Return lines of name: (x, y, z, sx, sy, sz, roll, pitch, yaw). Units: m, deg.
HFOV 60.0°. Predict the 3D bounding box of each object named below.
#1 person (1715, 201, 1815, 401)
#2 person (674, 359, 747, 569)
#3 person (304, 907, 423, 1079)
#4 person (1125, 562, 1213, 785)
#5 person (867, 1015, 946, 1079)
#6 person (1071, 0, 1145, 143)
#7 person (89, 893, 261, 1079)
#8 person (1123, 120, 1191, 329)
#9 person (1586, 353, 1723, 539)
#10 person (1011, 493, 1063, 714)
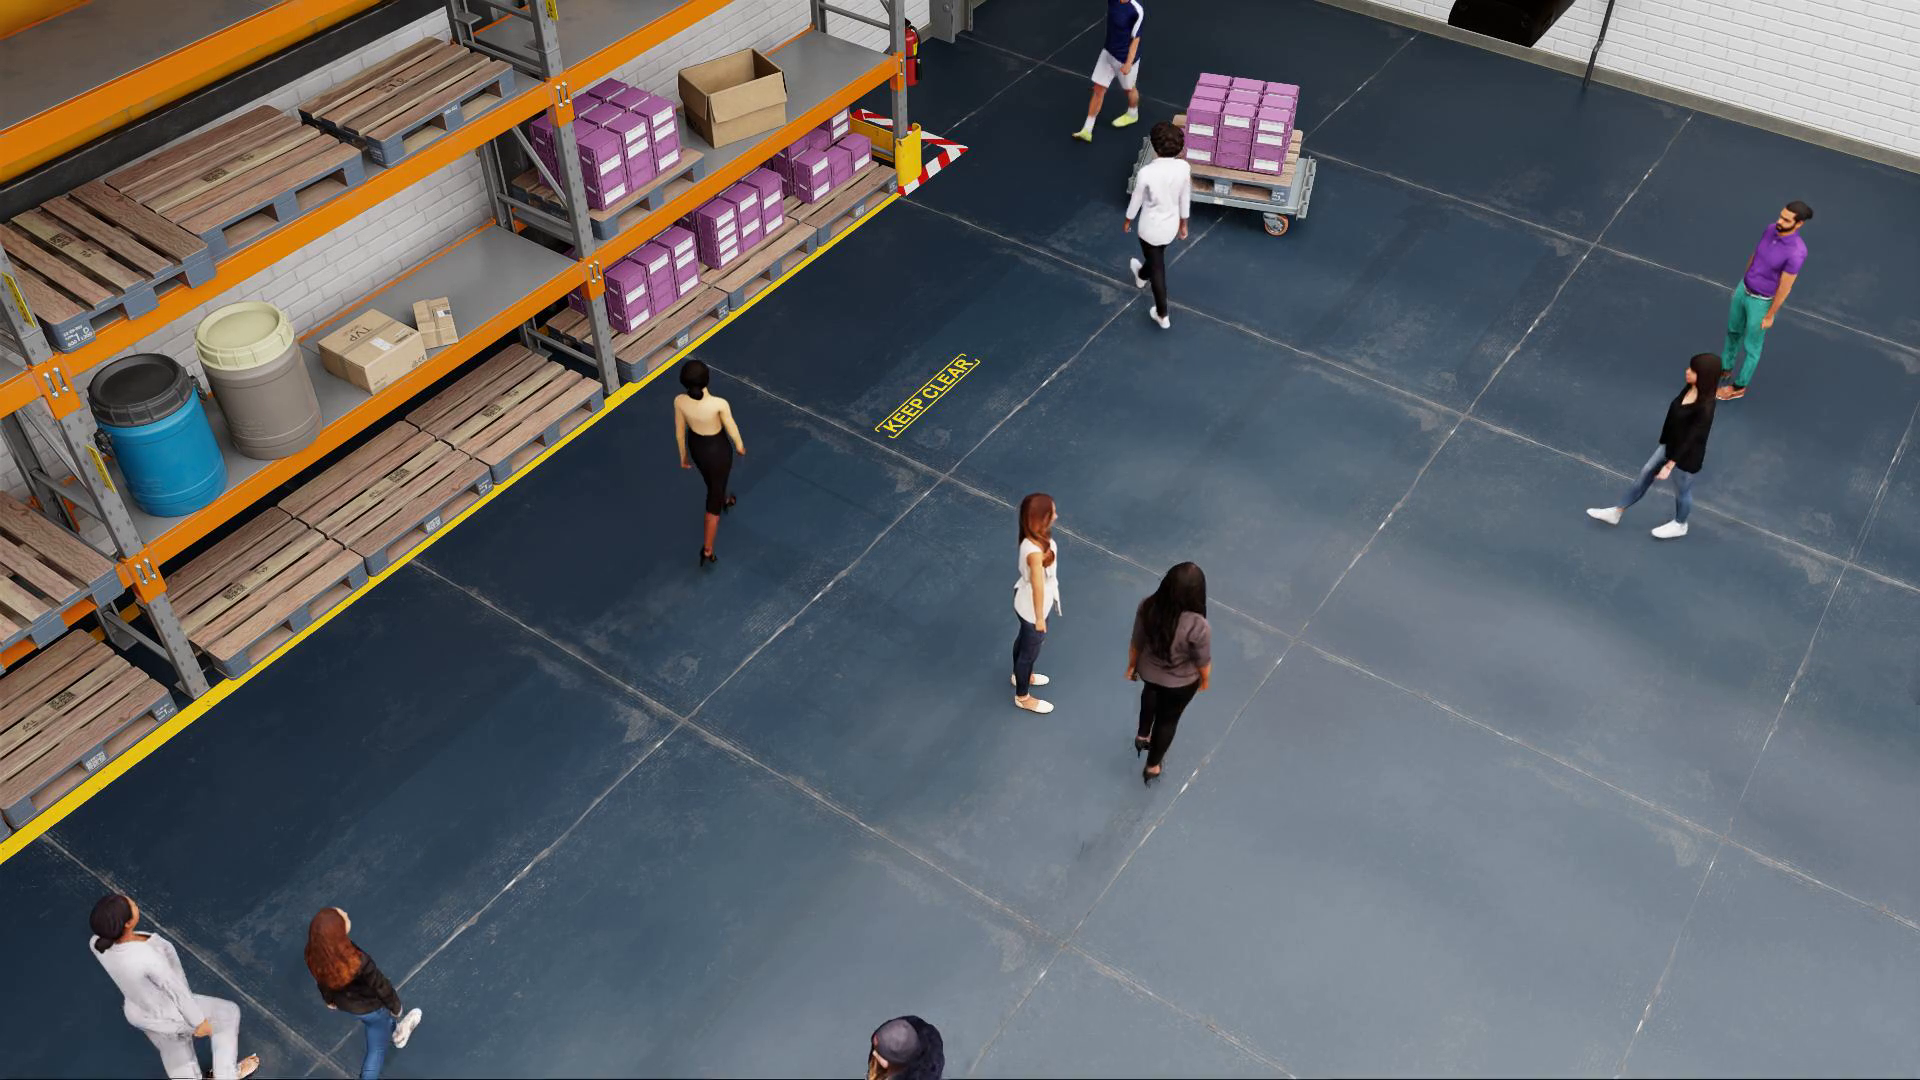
person: (6.290, -1.897, 13.037, 0.776, 1.769, 0.718, -7, 44, -8)
person: (-1.780, -0.521, 11.708, 0.774, 1.611, 1.086, 12, 45, 12)
person: (-3.167, 2.456, 8.693, 0.749, 1.458, 1.023, 14, 45, 14)
person: (1.214, 0.890, 10.075, 0.641, 1.820, 0.636, 24, 49, 23)
person: (-0.157, 2.816, 8.174, 0.992, 1.653, 0.894, -17, 46, -17)
person: (1.607, -4.665, 15.947, 1.203, 1.763, 0.870, -28, 50, -26)
person: (-4.117, 2.448, 8.511, 0.725, 1.721, 0.727, 15, 46, 15)
person: (1.672, -2.554, 13.733, 1.135, 1.760, 1.109, -14, 45, -14)
person: (5.208, -0.635, 11.823, 0.983, 1.617, 0.985, -2, 44, -2)
person: (0.462, 0.385, 10.631, 0.746, 1.784, 0.648, 0, 44, 0)
